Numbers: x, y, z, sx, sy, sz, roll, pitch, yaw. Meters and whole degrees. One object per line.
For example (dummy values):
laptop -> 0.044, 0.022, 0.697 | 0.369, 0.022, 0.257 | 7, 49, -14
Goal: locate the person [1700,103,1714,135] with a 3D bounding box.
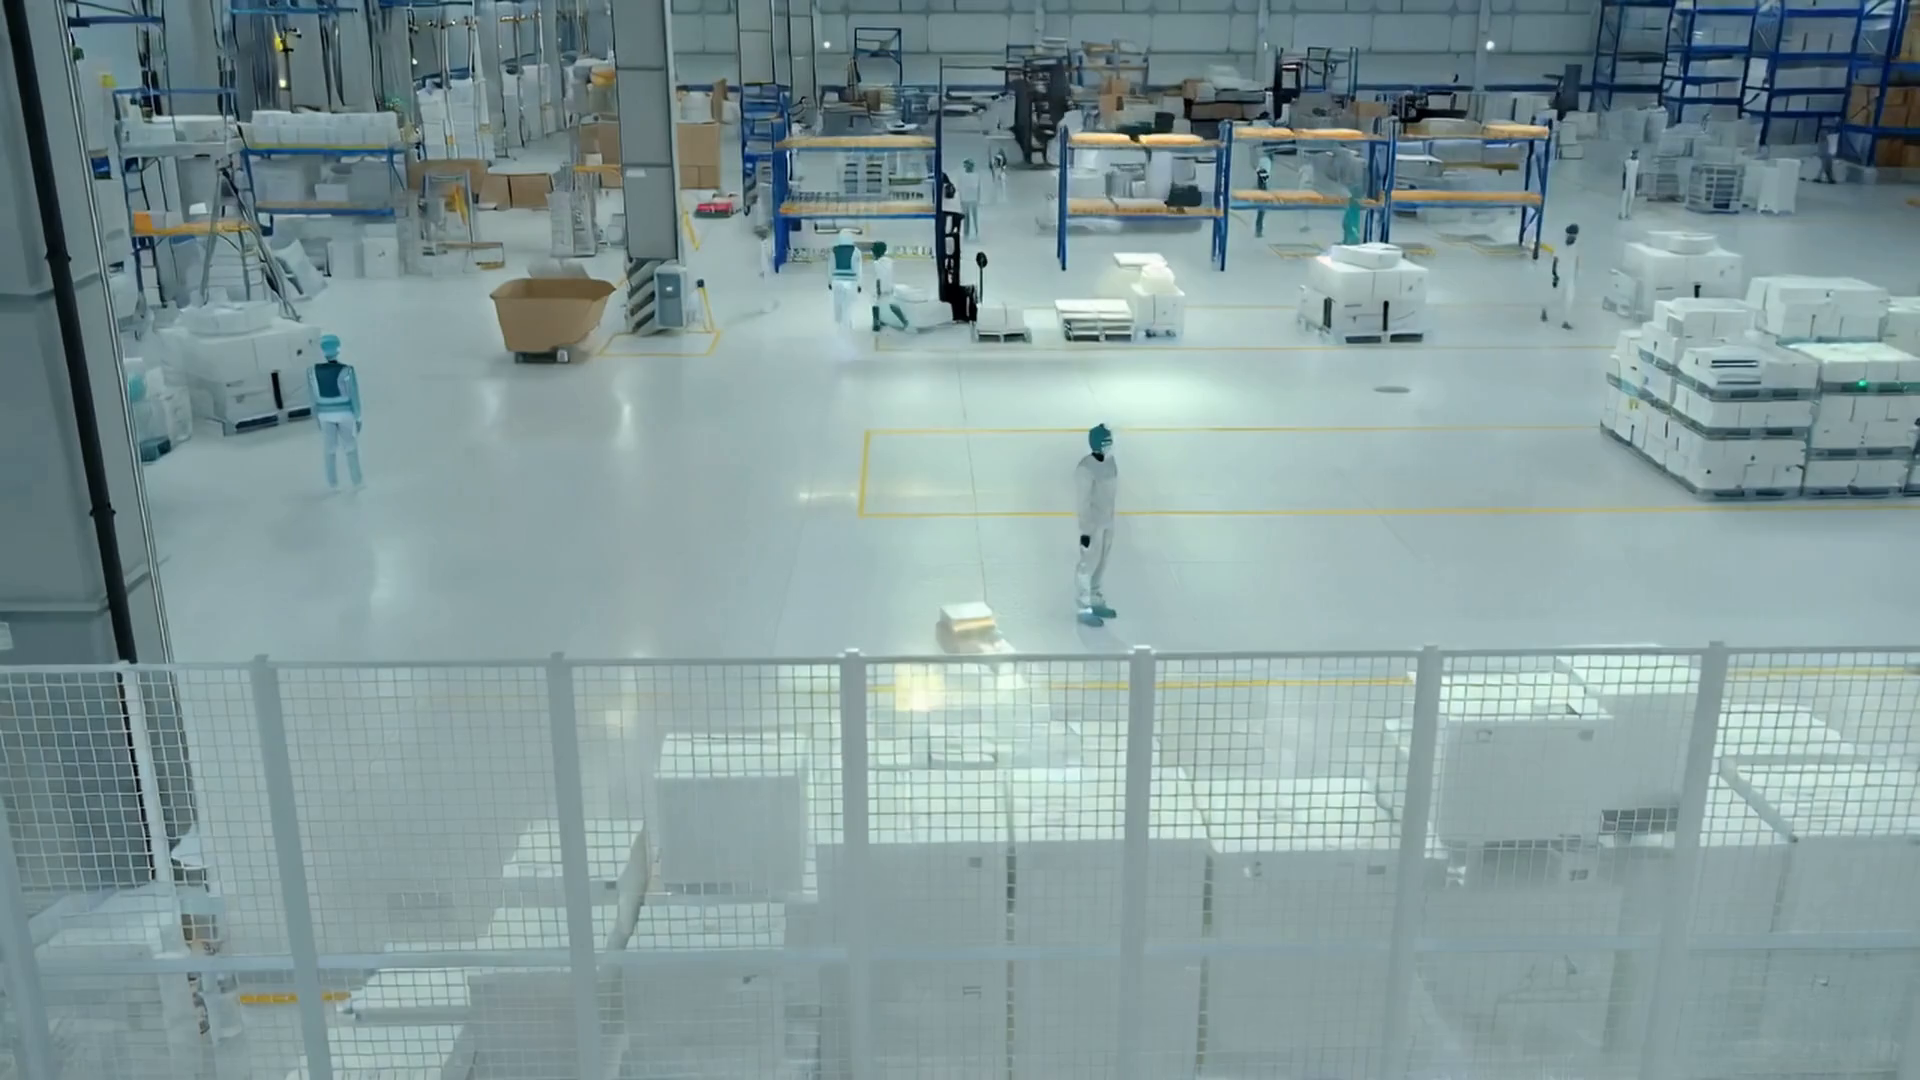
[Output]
person -> 27.210, -15.091, 60.593 | 0.819, 1.599, 0.530 | -15, 24, -38

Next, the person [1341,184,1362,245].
person -> 8.373, -6.664, 35.333 | 0.576, 1.785, 0.829 | -16, 24, -40

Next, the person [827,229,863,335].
person -> -1.986, -4.432, 28.649 | 0.626, 1.825, 0.750 | 0, 19, 0

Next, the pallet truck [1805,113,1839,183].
pallet truck -> 26.403, -11.957, 50.702 | 0.823, 1.965, 1.885 | 6, 19, 16

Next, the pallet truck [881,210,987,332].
pallet truck -> -0.493, -4.759, 29.349 | 1.885, 1.965, 0.823 | -13, 23, -34

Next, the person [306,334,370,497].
person -> -7.355, -1.467, 19.658 | 0.614, 1.947, 0.388 | 0, 19, 0

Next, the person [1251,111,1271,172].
person -> 9.514, -12.589, 52.697 | 0.639, 1.928, 0.476 | 3, 19, 8

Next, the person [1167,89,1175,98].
person -> 8.089, -16.310, 63.749 | 0.908, 1.904, 0.583 | -6, 20, -17

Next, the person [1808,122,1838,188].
person -> 25.673, -11.416, 49.302 | 0.710, 1.859, 0.956 | -14, 23, -35

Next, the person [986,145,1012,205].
person -> 1.078, -9.937, 45.316 | 0.743, 1.596, 0.597 | 9, 20, 24

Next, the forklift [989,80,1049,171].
forklift -> 1.889, -13.266, 53.225 | 1.873, 2.768, 1.129 | -1, 19, -2

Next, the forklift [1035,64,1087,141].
forklift -> 3.847, -16.578, 63.051 | 1.873, 2.768, 1.129 | -1, 19, -2

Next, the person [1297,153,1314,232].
person -> 8.448, -8.458, 40.500 | 0.355, 1.883, 0.575 | 14, 23, 35

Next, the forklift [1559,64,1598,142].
forklift -> 23.205, -16.636, 63.224 | 1.873, 2.768, 1.129 | 17, 25, 40

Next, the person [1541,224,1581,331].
person -> 10.600, -4.648, 29.252 | 0.527, 1.850, 0.739 | -3, 19, -8

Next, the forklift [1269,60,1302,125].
forklift -> 13.193, -17.912, 67.008 | 1.129, 2.768, 1.873 | -1, 19, -1

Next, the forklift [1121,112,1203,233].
forklift -> 4.929, -8.923, 40.343 | 1.873, 2.768, 1.129 | -1, 19, -2

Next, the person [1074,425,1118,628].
person -> 1.302, -0.146, 15.757 | 0.372, 1.940, 0.630 | 11, 21, 29

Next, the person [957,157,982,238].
person -> 0.230, -8.064, 39.300 | 0.595, 1.911, 0.653 | -4, 19, -11

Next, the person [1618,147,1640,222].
person -> 17.017, -9.022, 42.193 | 0.508, 1.872, 0.329 | -9, 21, -25

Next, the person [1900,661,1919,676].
person -> 8.660, 0.358, 14.297 | 0.561, 1.919, 0.723 | -9, 21, -26

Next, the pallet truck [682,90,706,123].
pallet truck -> -9.671, -15.907, 62.421 | 0.823, 1.965, 1.885 | 5, 19, 15

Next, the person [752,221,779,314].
person -> -3.596, -4.959, 30.355 | 0.398, 1.728, 0.503 | -4, 19, -11

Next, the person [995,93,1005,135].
person -> 1.475, -15.397, 61.018 | 0.362, 1.932, 0.638 | 0, 19, -1

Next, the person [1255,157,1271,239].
person -> 7.167, -8.110, 39.413 | 0.392, 1.919, 0.592 | 6, 20, 18

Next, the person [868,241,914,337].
person -> -1.203, -4.255, 28.406 | 0.849, 1.666, 0.539 | 14, 23, 35

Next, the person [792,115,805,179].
person -> -5.023, -12.103, 51.219 | 0.340, 1.942, 0.552 | -12, 22, -32
